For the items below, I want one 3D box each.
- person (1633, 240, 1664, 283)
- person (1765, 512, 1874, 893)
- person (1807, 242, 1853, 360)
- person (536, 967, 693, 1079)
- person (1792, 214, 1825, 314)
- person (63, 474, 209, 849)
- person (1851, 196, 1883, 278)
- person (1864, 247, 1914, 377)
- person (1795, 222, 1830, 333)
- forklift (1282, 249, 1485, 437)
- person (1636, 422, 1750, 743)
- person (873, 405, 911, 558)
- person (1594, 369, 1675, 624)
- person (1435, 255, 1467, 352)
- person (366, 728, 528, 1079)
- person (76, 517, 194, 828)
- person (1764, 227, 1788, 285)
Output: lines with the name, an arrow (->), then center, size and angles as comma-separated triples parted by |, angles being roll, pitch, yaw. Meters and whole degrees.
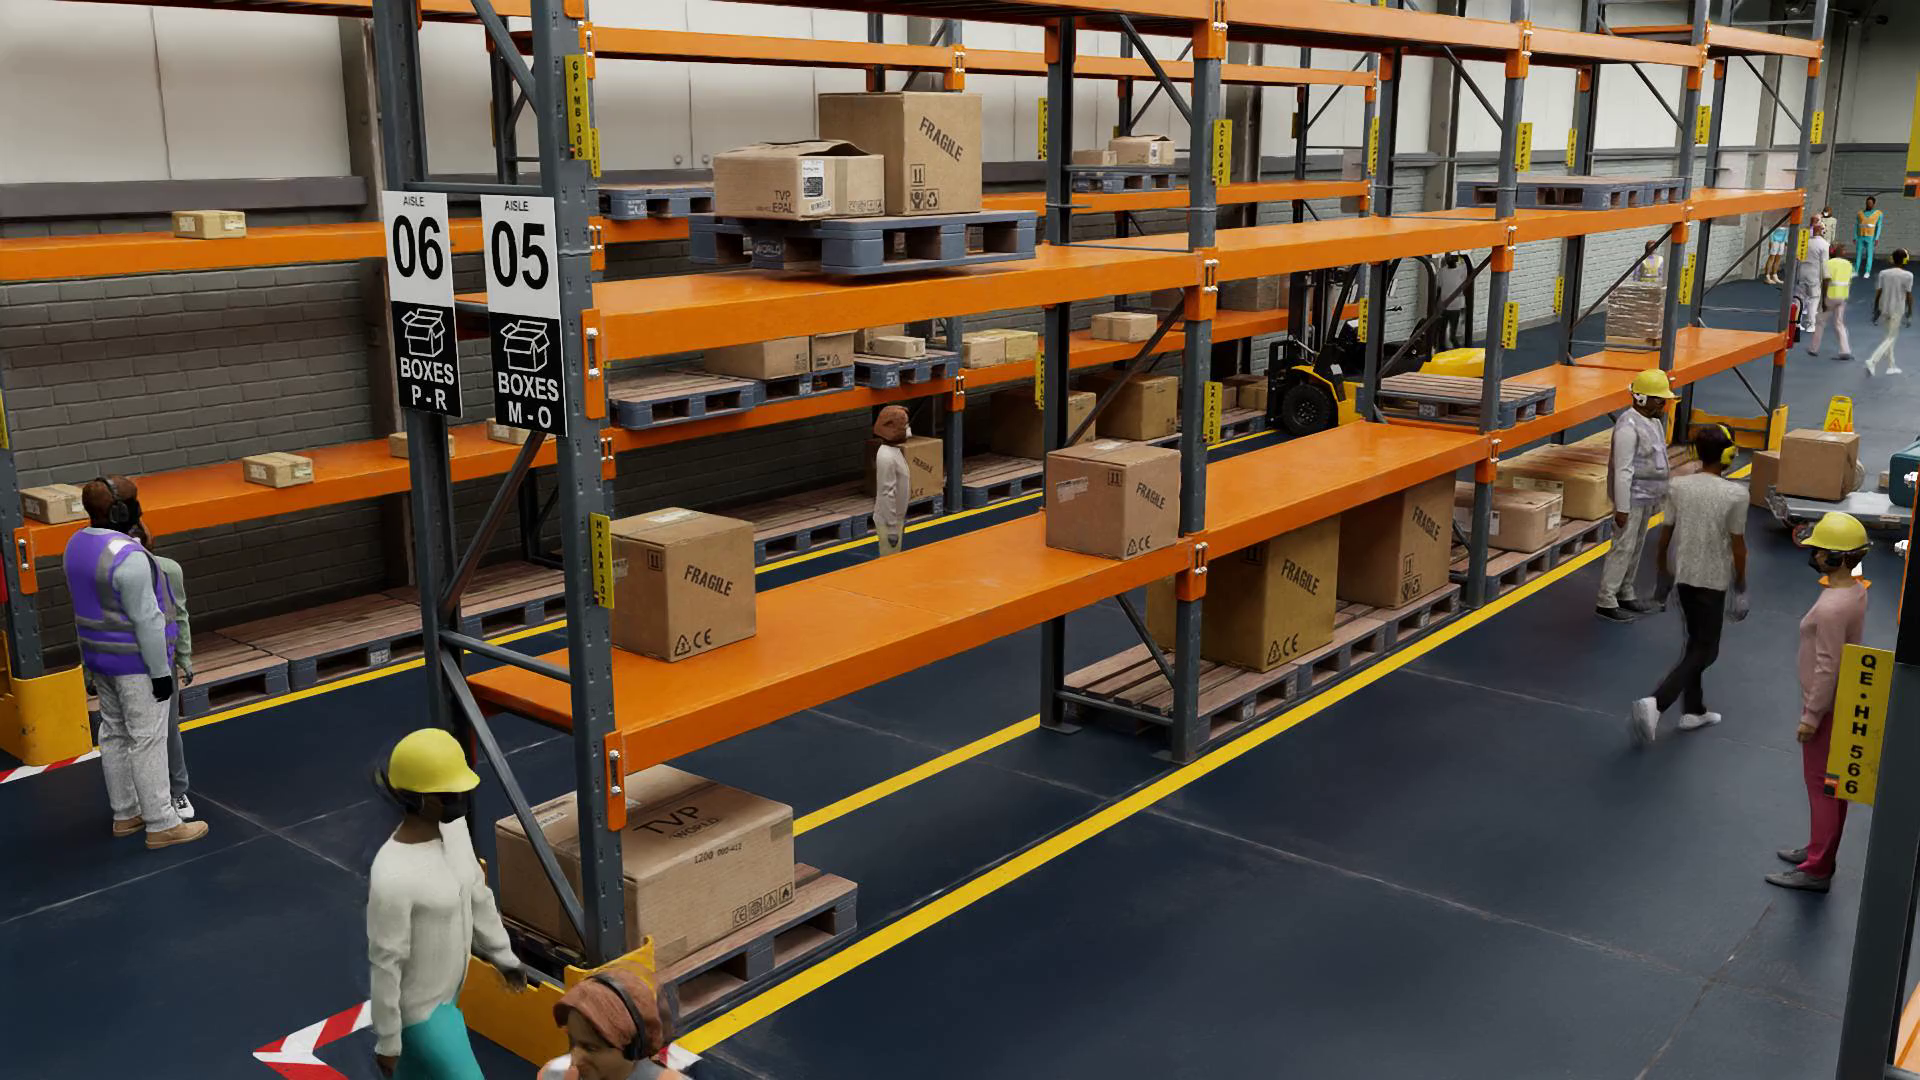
person -> 11.707, -4.286, 28.345 | 0.517, 1.639, 0.313 | -1, 14, -5
person -> 3.945, 0.742, 7.613 | 0.328, 1.769, 0.526 | 11, 17, 37
person -> 13.466, -3.678, 25.598 | 0.583, 1.787, 0.817 | -3, 14, -10
person -> -0.803, 1.753, 3.821 | 0.546, 1.603, 0.788 | 7, 16, 28
person -> 16.284, -5.277, 31.859 | 0.396, 1.899, 0.662 | -3, 14, -11
person -> -4.020, 0.588, 8.084 | 0.625, 1.846, 0.429 | 10, 17, 34
person -> 21.745, -7.260, 39.881 | 0.392, 1.920, 0.587 | -11, 18, -38
person -> 13.270, -3.245, 23.712 | 0.888, 1.840, 0.524 | -7, 16, -27
person -> 14.877, -4.573, 28.997 | 0.394, 1.899, 0.641 | -5, 15, -18
forklift -> 4.886, -2.214, 18.767 | 2.313, 2.155, 1.214 | 11, 18, 38
person -> 4.182, 0.251, 9.464 | 0.785, 1.845, 0.526 | -8, 16, -29
person -> -0.451, -0.112, 11.361 | 0.279, 1.634, 0.498 | 1, 14, 2
person -> 4.805, -0.313, 11.813 | 0.403, 1.820, 0.595 | 11, 17, 37
person -> 7.071, -3.315, 23.958 | 0.543, 1.851, 0.446 | 13, 19, 42
person -> -1.568, 1.385, 5.088 | 0.915, 1.715, 0.535 | 1, 14, 3
person -> -4.111, 0.633, 8.323 | 0.507, 1.635, 0.272 | -7, 15, -25
person -> 18.722, -6.864, 38.006 | 0.605, 2.045, 0.378 | -7, 16, -28
